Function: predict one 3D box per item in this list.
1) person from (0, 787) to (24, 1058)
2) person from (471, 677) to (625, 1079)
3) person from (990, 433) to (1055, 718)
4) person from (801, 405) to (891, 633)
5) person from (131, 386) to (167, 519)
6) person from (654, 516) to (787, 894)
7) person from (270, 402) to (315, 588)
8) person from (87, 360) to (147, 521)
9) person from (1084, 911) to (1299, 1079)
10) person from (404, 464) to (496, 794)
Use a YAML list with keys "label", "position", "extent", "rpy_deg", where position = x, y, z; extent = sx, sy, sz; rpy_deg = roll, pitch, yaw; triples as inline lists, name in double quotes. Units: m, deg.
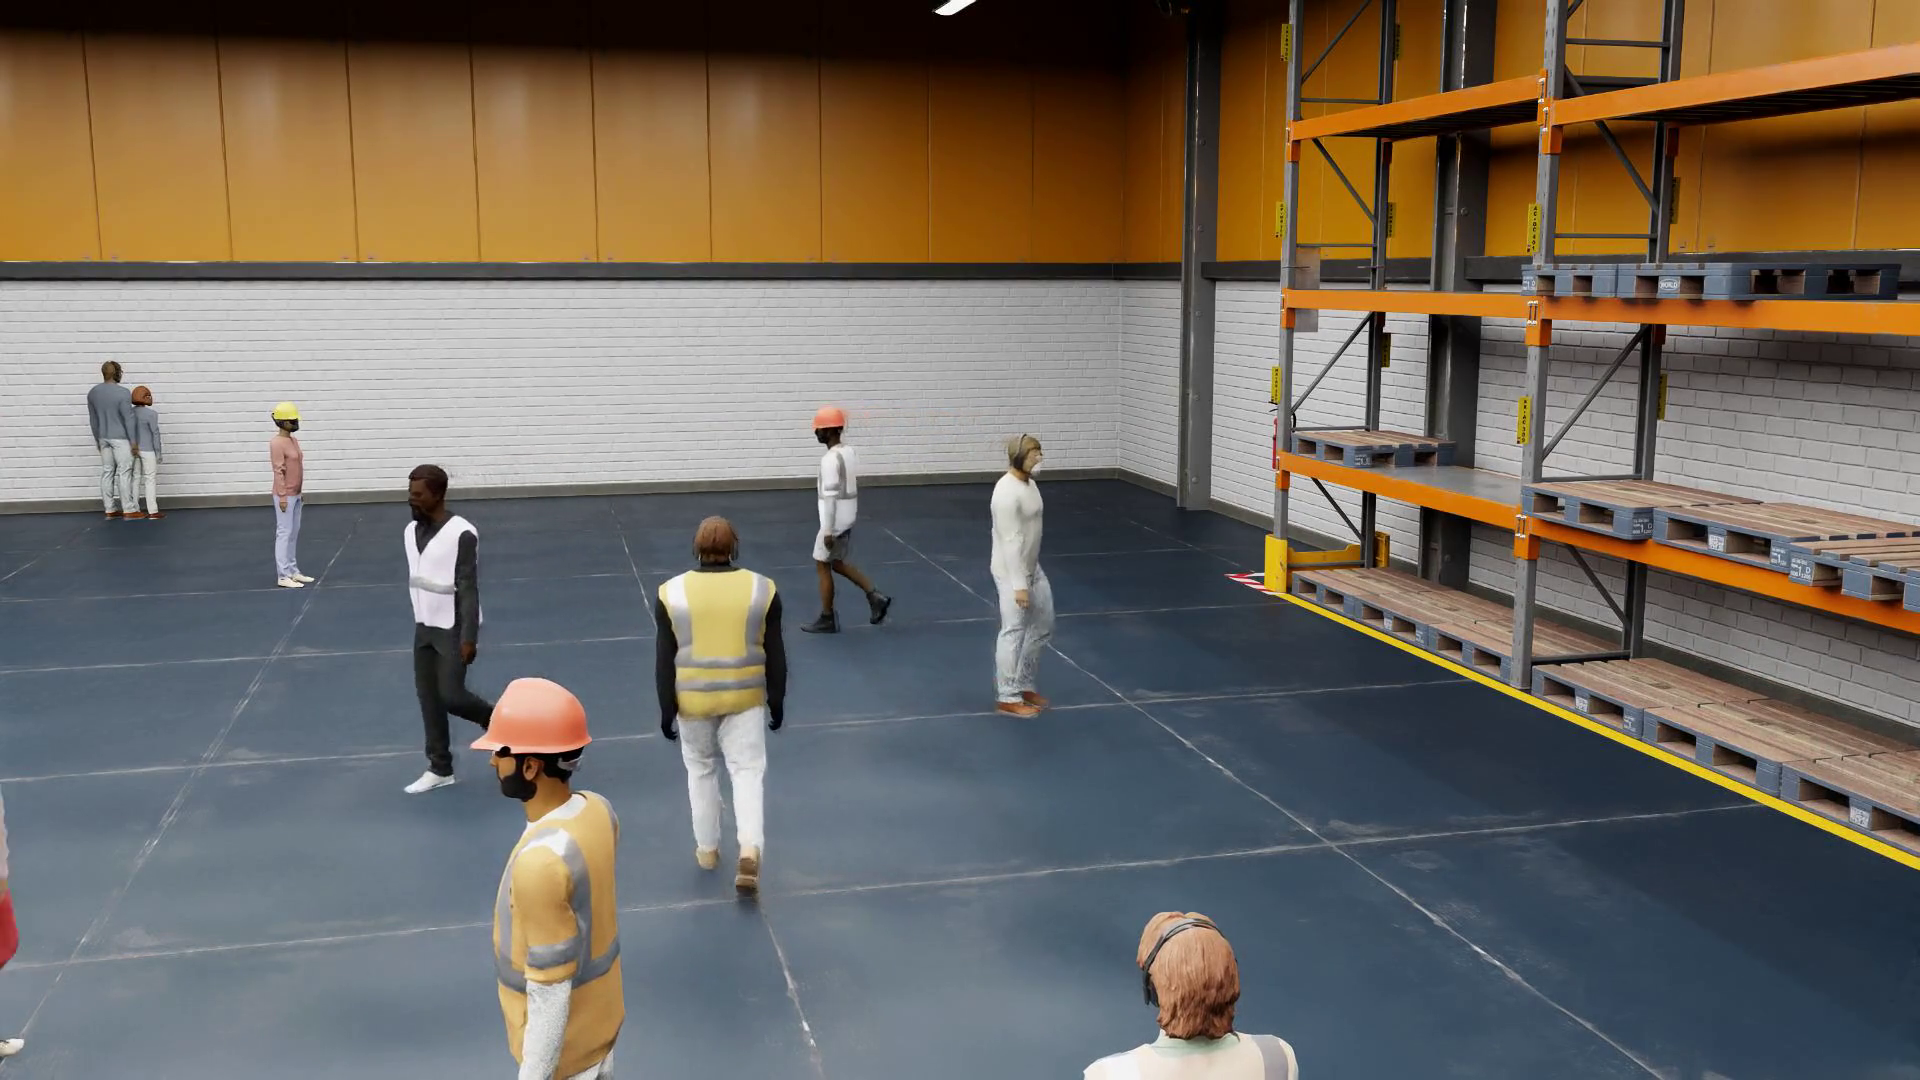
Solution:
- label: "person"
  position: [-3.698, 1.154, 6.030]
  extent: [0.527, 1.752, 0.520]
  rpy_deg: [3, 10, 18]
- label: "person"
  position: [-1.084, 1.316, 4.427]
  extent: [0.361, 1.939, 0.543]
  rpy_deg: [0, 9, 2]
- label: "person"
  position: [0.433, 0.245, 11.148]
  extent: [0.444, 1.930, 0.646]
  rpy_deg: [3, 10, 20]
- label: "person"
  position: [-0.963, -0.162, 13.726]
  extent: [0.656, 1.916, 0.560]
  rpy_deg: [3, 9, 16]
- label: "person"
  position: [-9.946, -1.064, 20.265]
  extent: [0.497, 1.625, 0.287]
  rpy_deg: [3, 9, 16]
- label: "person"
  position: [-1.155, 0.795, 8.098]
  extent: [0.633, 1.818, 0.833]
  rpy_deg: [-2, 9, -11]
- label: "person"
  position: [-6.384, -0.432, 15.873]
  extent: [0.313, 1.767, 0.534]
  rpy_deg: [-1, 9, -4]
- label: "person"
  position: [-10.216, -1.199, 20.124]
  extent: [0.627, 1.940, 0.371]
  rpy_deg: [3, 10, 18]
- label: "person"
  position: [0.485, 1.600, 3.584]
  extent: [0.520, 1.640, 0.307]
  rpy_deg: [-3, 10, -18]
- label: "person"
  position: [-2.944, 0.496, 9.644]
  extent: [0.600, 1.905, 0.598]
  rpy_deg: [6, 11, 35]
